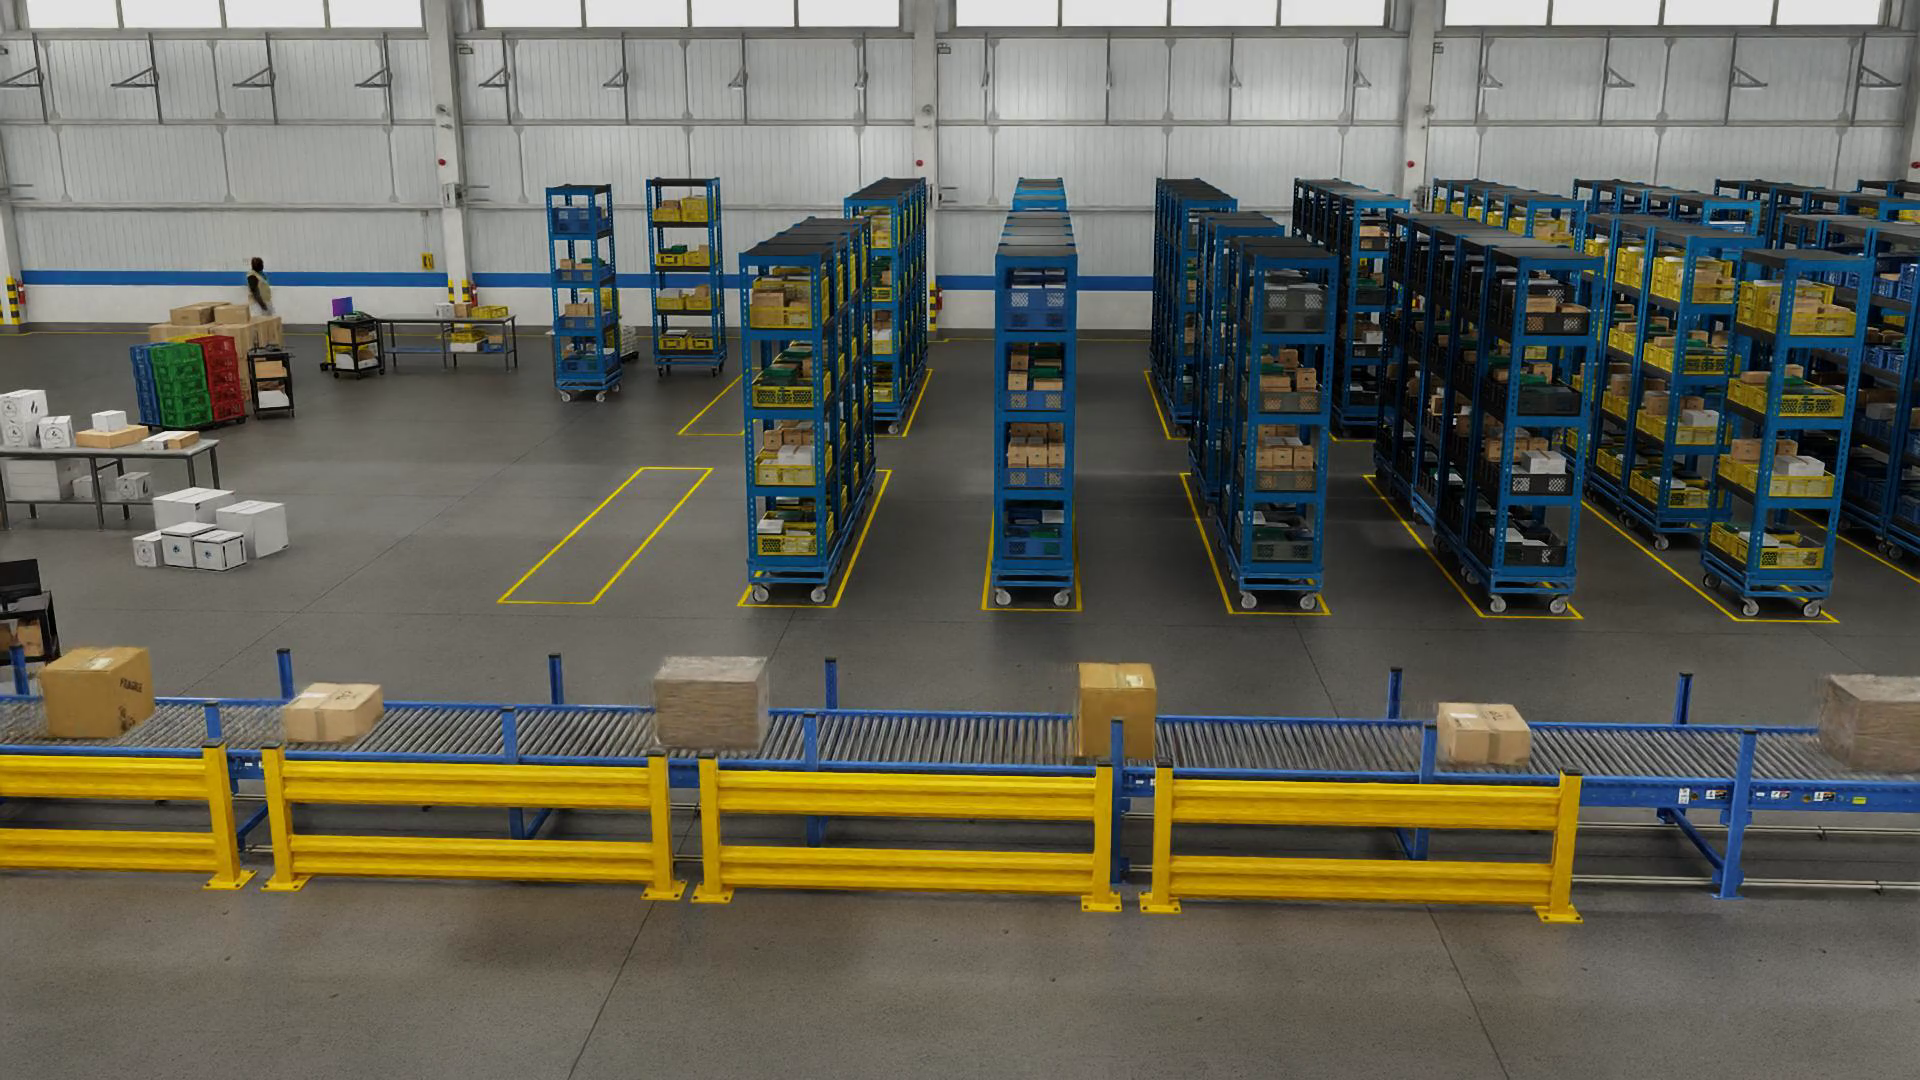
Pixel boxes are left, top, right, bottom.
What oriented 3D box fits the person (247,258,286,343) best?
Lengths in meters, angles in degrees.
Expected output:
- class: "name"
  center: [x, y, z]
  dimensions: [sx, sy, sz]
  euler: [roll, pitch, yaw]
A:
- class: "person"
  center: [-14.407, -4.938, 34.465]
  dimensions: [0.500, 1.809, 0.705]
  euler: [1, 15, 2]
